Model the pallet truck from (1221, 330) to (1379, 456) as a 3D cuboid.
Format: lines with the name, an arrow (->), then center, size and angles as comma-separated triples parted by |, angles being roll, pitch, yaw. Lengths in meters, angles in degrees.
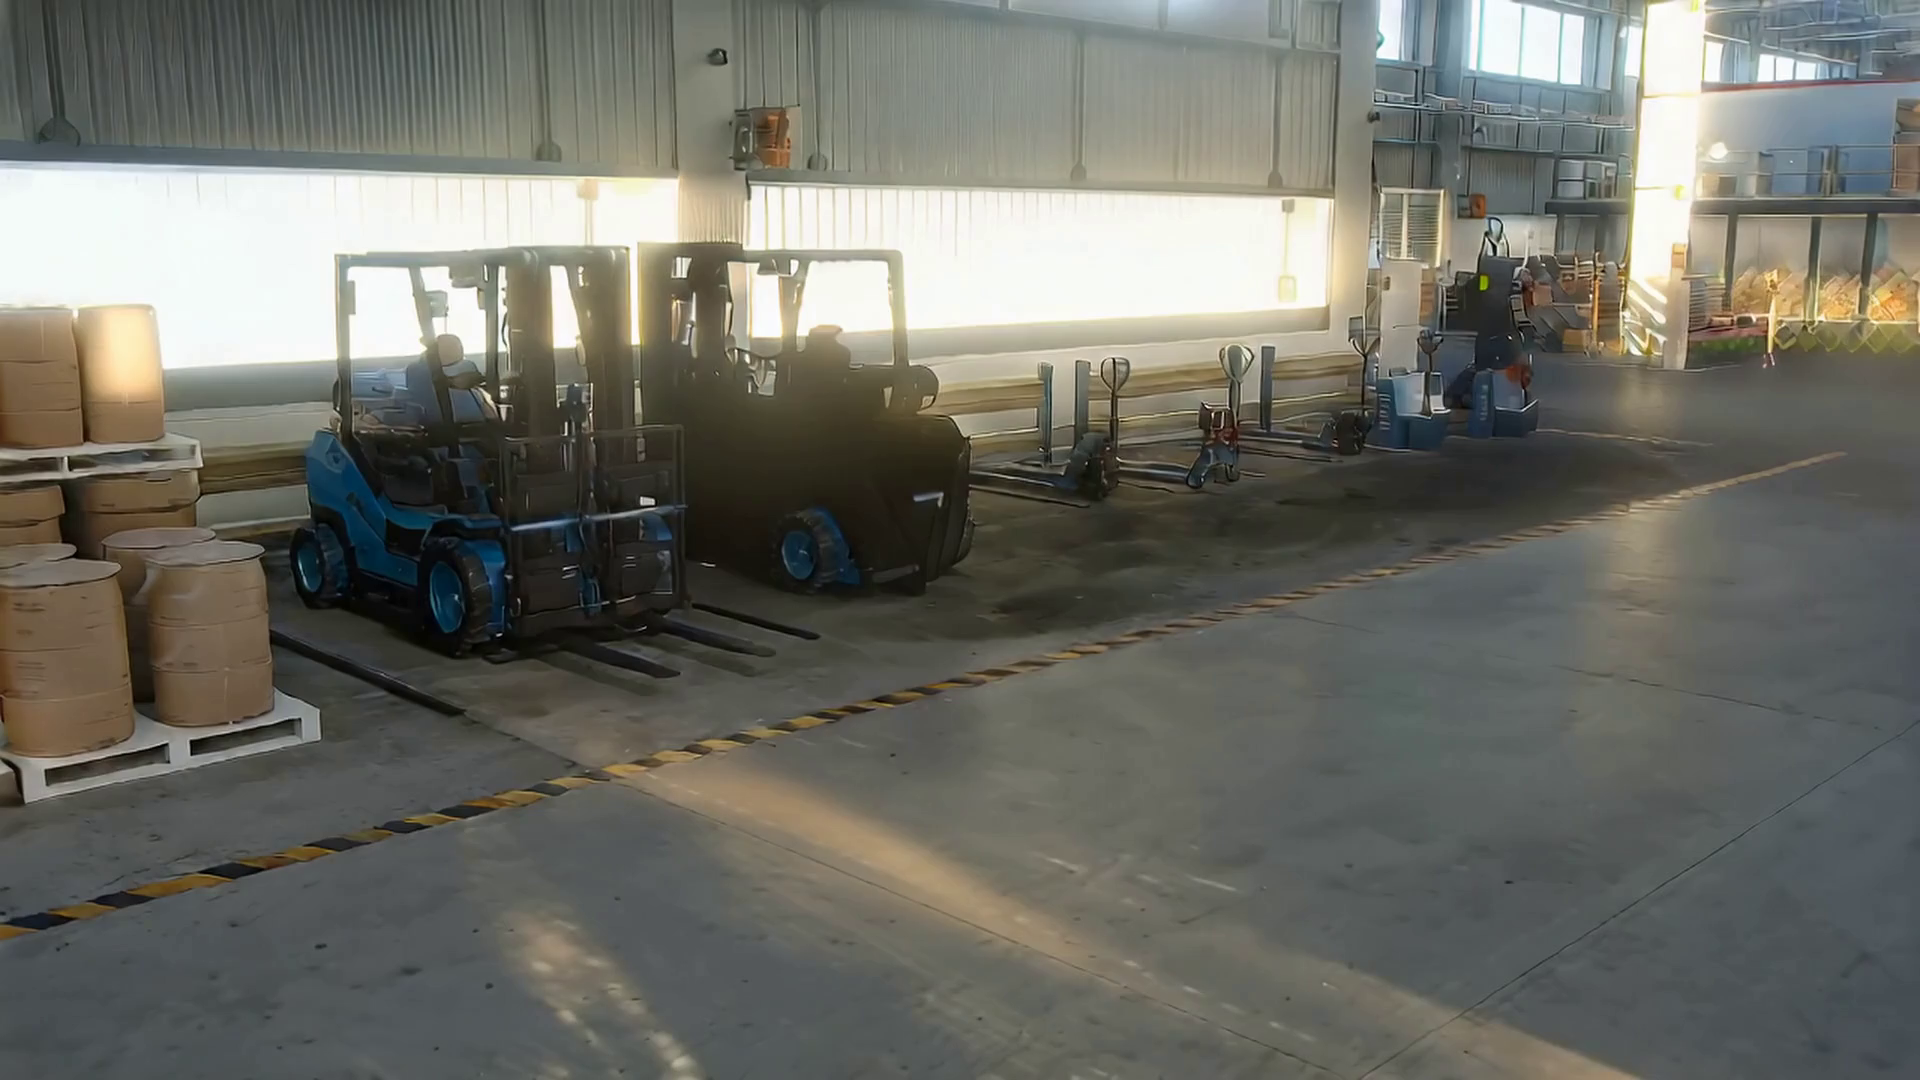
pallet truck -> 3.563, -1.581, 17.381 | 0.653, 1.274, 1.630 | -10, 14, -44

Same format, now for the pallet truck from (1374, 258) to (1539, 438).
pallet truck -> 5.704, -2.208, 18.901 | 1.885, 1.965, 0.823 | 10, 14, 43

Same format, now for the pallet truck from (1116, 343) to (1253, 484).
pallet truck -> 1.962, -1.215, 15.415 | 1.522, 1.261, 0.704 | 10, 14, 43

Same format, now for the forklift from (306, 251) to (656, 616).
forklift -> -2.833, -0.669, 9.694 | 1.157, 1.987, 2.680 | -10, 14, -44

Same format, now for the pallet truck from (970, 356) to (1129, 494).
pallet truck -> 0.784, -1.085, 14.876 | 0.680, 1.201, 1.601 | -10, 14, -44

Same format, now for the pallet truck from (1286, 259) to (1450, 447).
pallet truck -> 4.493, -2.078, 18.196 | 0.823, 1.965, 1.885 | -9, 14, -40

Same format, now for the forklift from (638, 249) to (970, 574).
forklift -> -1.173, -0.958, 11.239 | 2.680, 1.987, 1.157 | 10, 14, 43
